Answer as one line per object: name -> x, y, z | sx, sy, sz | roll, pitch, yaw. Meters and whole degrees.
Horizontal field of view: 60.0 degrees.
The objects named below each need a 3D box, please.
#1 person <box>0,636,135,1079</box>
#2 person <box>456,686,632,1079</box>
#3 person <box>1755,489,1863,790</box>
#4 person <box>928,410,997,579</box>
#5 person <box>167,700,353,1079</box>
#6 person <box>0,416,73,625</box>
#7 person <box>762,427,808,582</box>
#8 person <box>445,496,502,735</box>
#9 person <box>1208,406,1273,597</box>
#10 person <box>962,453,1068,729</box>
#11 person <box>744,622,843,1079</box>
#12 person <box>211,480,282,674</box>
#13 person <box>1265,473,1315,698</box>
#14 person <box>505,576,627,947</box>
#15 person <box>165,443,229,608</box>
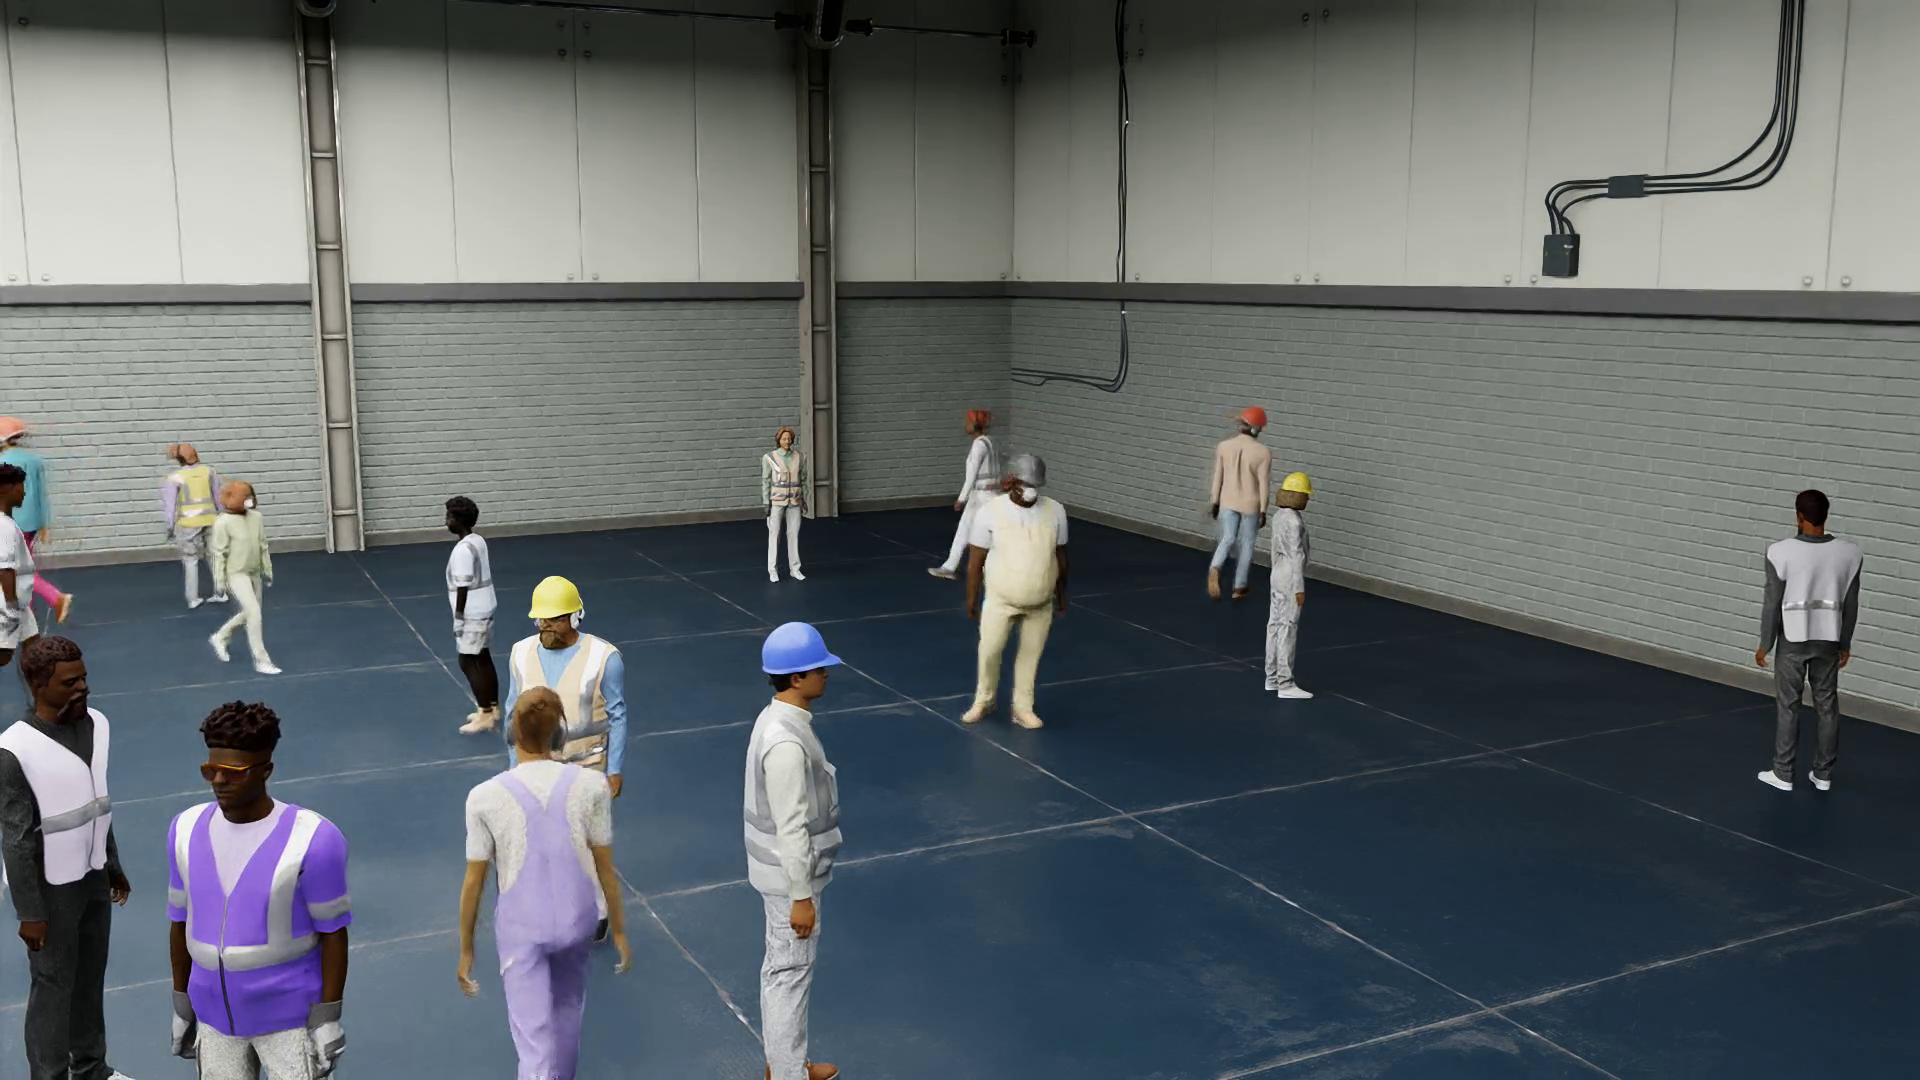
person -> -3.422, 1.305, 6.363 | 0.388, 1.919, 0.593 | 1, 9, 4
person -> -1.530, 1.422, 6.059 | 0.608, 1.776, 0.965 | -4, 10, -25
person -> 5.341, 0.638, 10.489 | 0.589, 1.916, 0.398 | 1, 9, 4
person -> 0.193, -0.461, 17.546 | 1.010, 1.831, 0.571 | 0, 9, -1
person -> -2.214, 1.463, 5.245 | 0.607, 1.966, 0.367 | 1, 9, 8
person -> -8.518, -0.146, 15.156 | 0.758, 1.971, 0.614 | 0, 9, 2
person -> -1.849, -0.379, 17.595 | 0.514, 1.641, 0.308 | -5, 10, -28
person -> -3.485, 0.526, 11.890 | 0.327, 1.690, 0.535 | 0, 9, -2
person -> 2.766, -0.353, 16.476 | 0.641, 1.952, 0.767 | 6, 11, 33
person -> 0.416, 0.352, 11.860 | 0.759, 2.000, 0.597 | -2, 9, -13
person -> -0.641, 1.276, 6.441 | 0.380, 1.951, 0.607 | -2, 9, -9
person -> -5.901, 0.288, 13.613 | 0.721, 1.597, 0.503 | 3, 10, 18
person -> 2.561, 0.345, 12.843 | 0.311, 1.736, 0.483 | -2, 9, -9
person -> -1.919, 1.072, 8.063 | 0.600, 1.829, 0.404 | 1, 9, 8
person -> -7.442, -0.145, 16.220 | 0.349, 1.624, 0.574 | 7, 12, 37
